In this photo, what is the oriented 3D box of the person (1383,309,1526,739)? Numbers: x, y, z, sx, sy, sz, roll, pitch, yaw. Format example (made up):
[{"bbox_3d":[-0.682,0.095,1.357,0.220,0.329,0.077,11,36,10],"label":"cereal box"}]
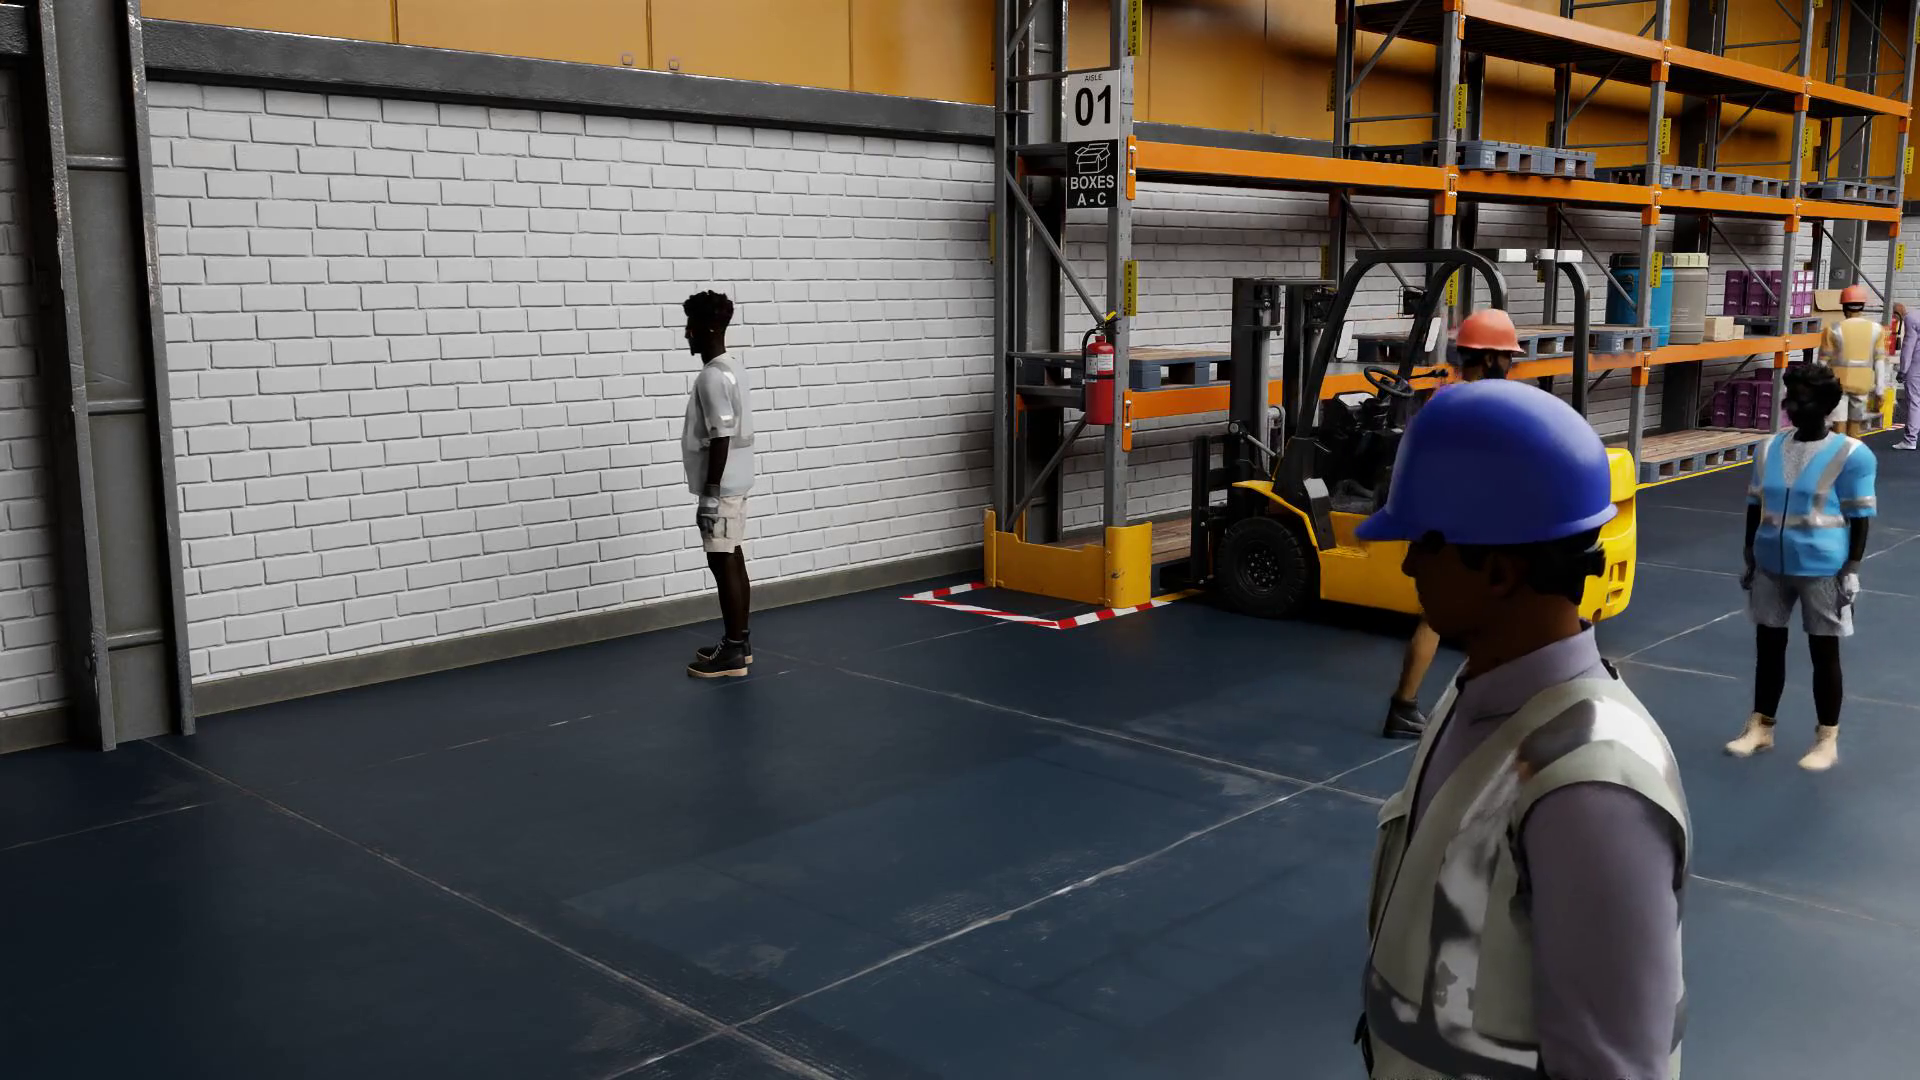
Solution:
[{"bbox_3d":[2.311,-0.054,7.297,0.957,1.886,0.580,-1,9,-6],"label":"person"}]

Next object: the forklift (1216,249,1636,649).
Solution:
[{"bbox_3d":[2.710,-0.584,9.626,2.313,2.155,1.214,9,13,43],"label":"forklift"}]

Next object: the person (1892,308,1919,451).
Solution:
[{"bbox_3d":[11.009,-1.968,18.993,0.641,1.908,0.407,-1,9,-7],"label":"person"}]

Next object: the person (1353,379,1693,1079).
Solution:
[{"bbox_3d":[0.666,0.776,2.056,0.402,1.943,0.605,1,9,6],"label":"person"}]

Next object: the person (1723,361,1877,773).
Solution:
[{"bbox_3d":[3.478,0.111,6.885,0.317,1.697,0.540,-6,11,-32],"label":"person"}]

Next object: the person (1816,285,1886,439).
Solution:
[{"bbox_3d":[8.493,-1.474,15.947,0.594,1.905,0.811,2,9,10],"label":"person"}]

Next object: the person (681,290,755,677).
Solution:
[{"bbox_3d":[-1.235,-0.285,8.487,0.361,1.963,0.613,0,9,2],"label":"person"}]

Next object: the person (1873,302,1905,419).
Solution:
[{"bbox_3d":[12.743,-2.430,22.701,0.517,1.620,0.668,0,9,2],"label":"person"}]
